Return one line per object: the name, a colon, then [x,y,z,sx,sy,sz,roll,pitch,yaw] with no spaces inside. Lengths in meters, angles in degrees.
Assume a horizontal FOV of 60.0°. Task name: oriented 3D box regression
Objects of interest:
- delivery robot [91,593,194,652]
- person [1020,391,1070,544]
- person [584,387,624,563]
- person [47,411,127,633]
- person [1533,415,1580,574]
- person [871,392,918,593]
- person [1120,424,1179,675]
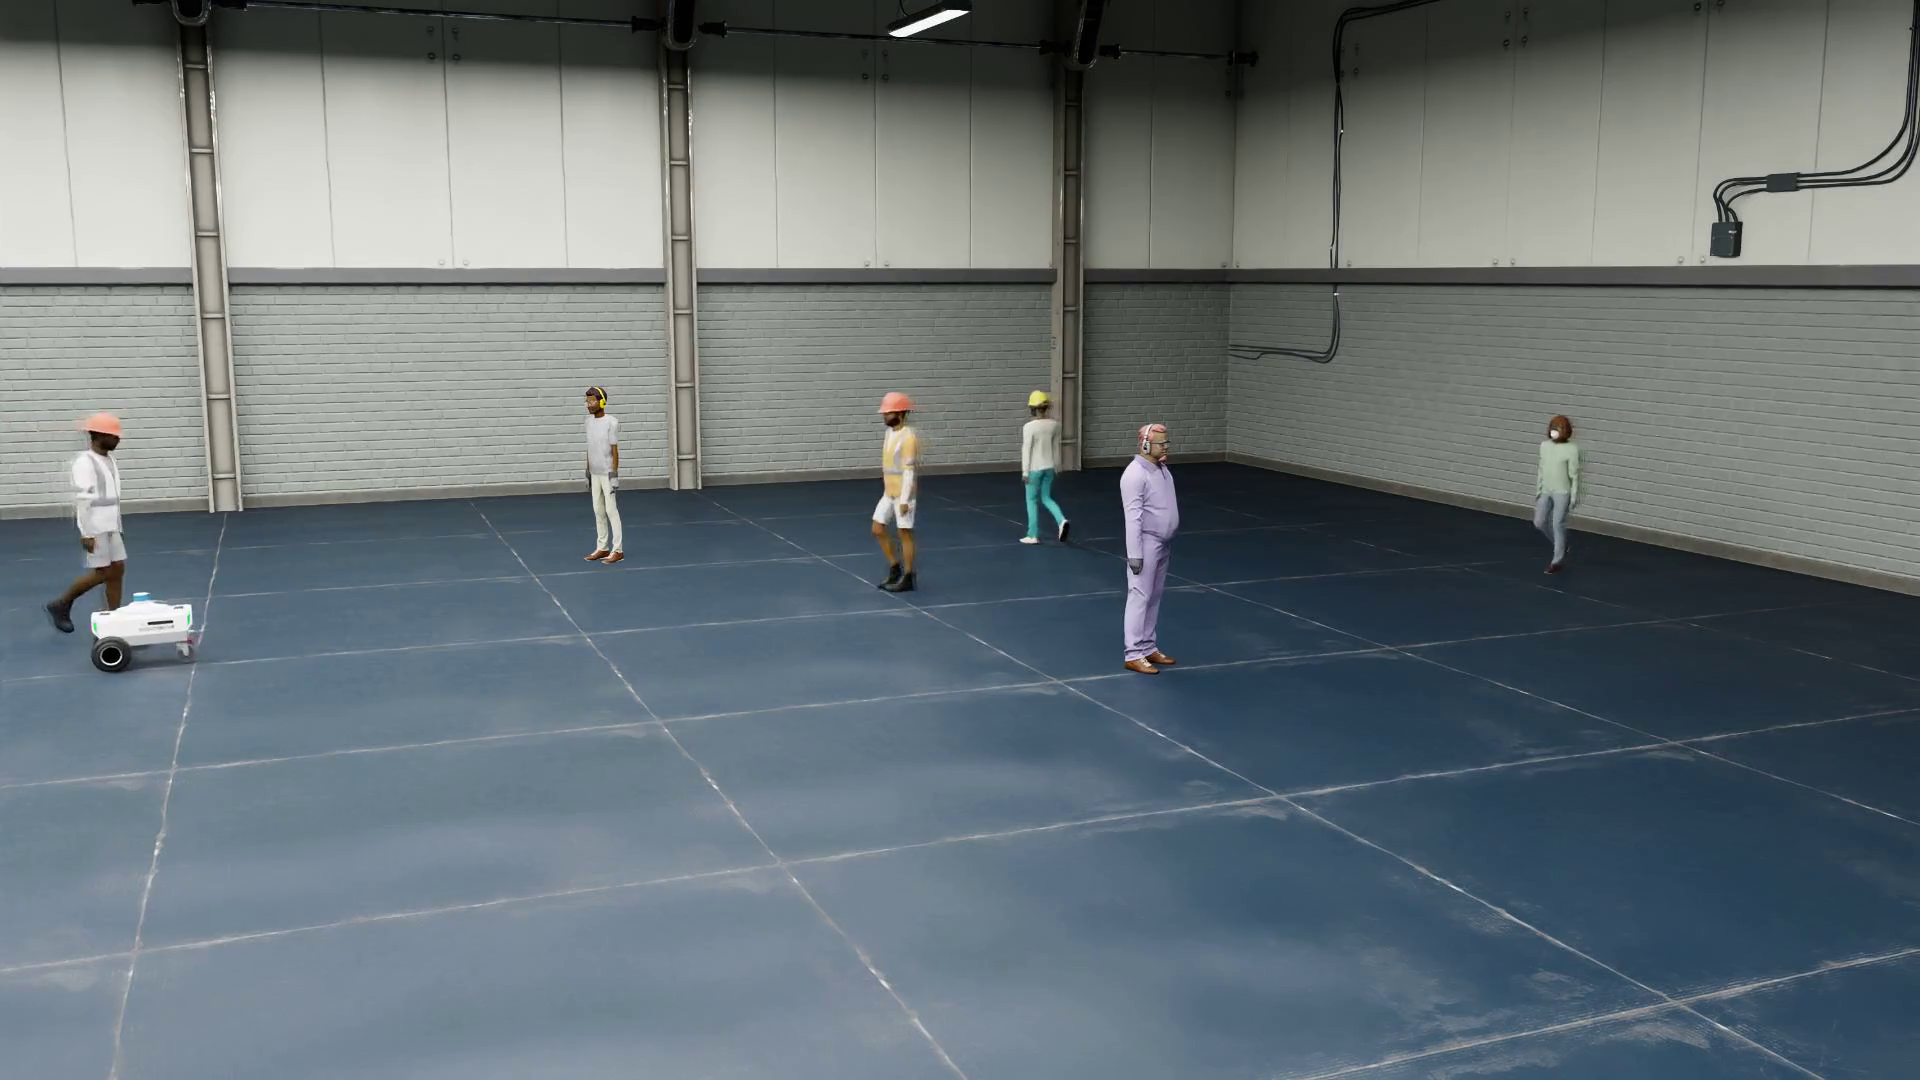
delivery robot: [-6.361,0.653,12.953,0.707,0.478,0.477,-4,10,-25]
person: [0.934,-0.795,18.602,0.537,1.748,0.605,-8,12,-40]
person: [-3.786,-0.685,17.593,0.516,1.865,0.312,7,11,37]
person: [-7.239,-0.120,13.872,0.673,1.910,0.575,0,9,-3]
person: [6.099,-0.469,16.946,0.408,1.625,0.511,-5,10,-28]
person: [-0.645,-0.441,15.842,0.496,1.924,0.569,-5,10,-28]
person: [1.475,0.058,12.770,0.407,1.906,0.654,5,10,28]
